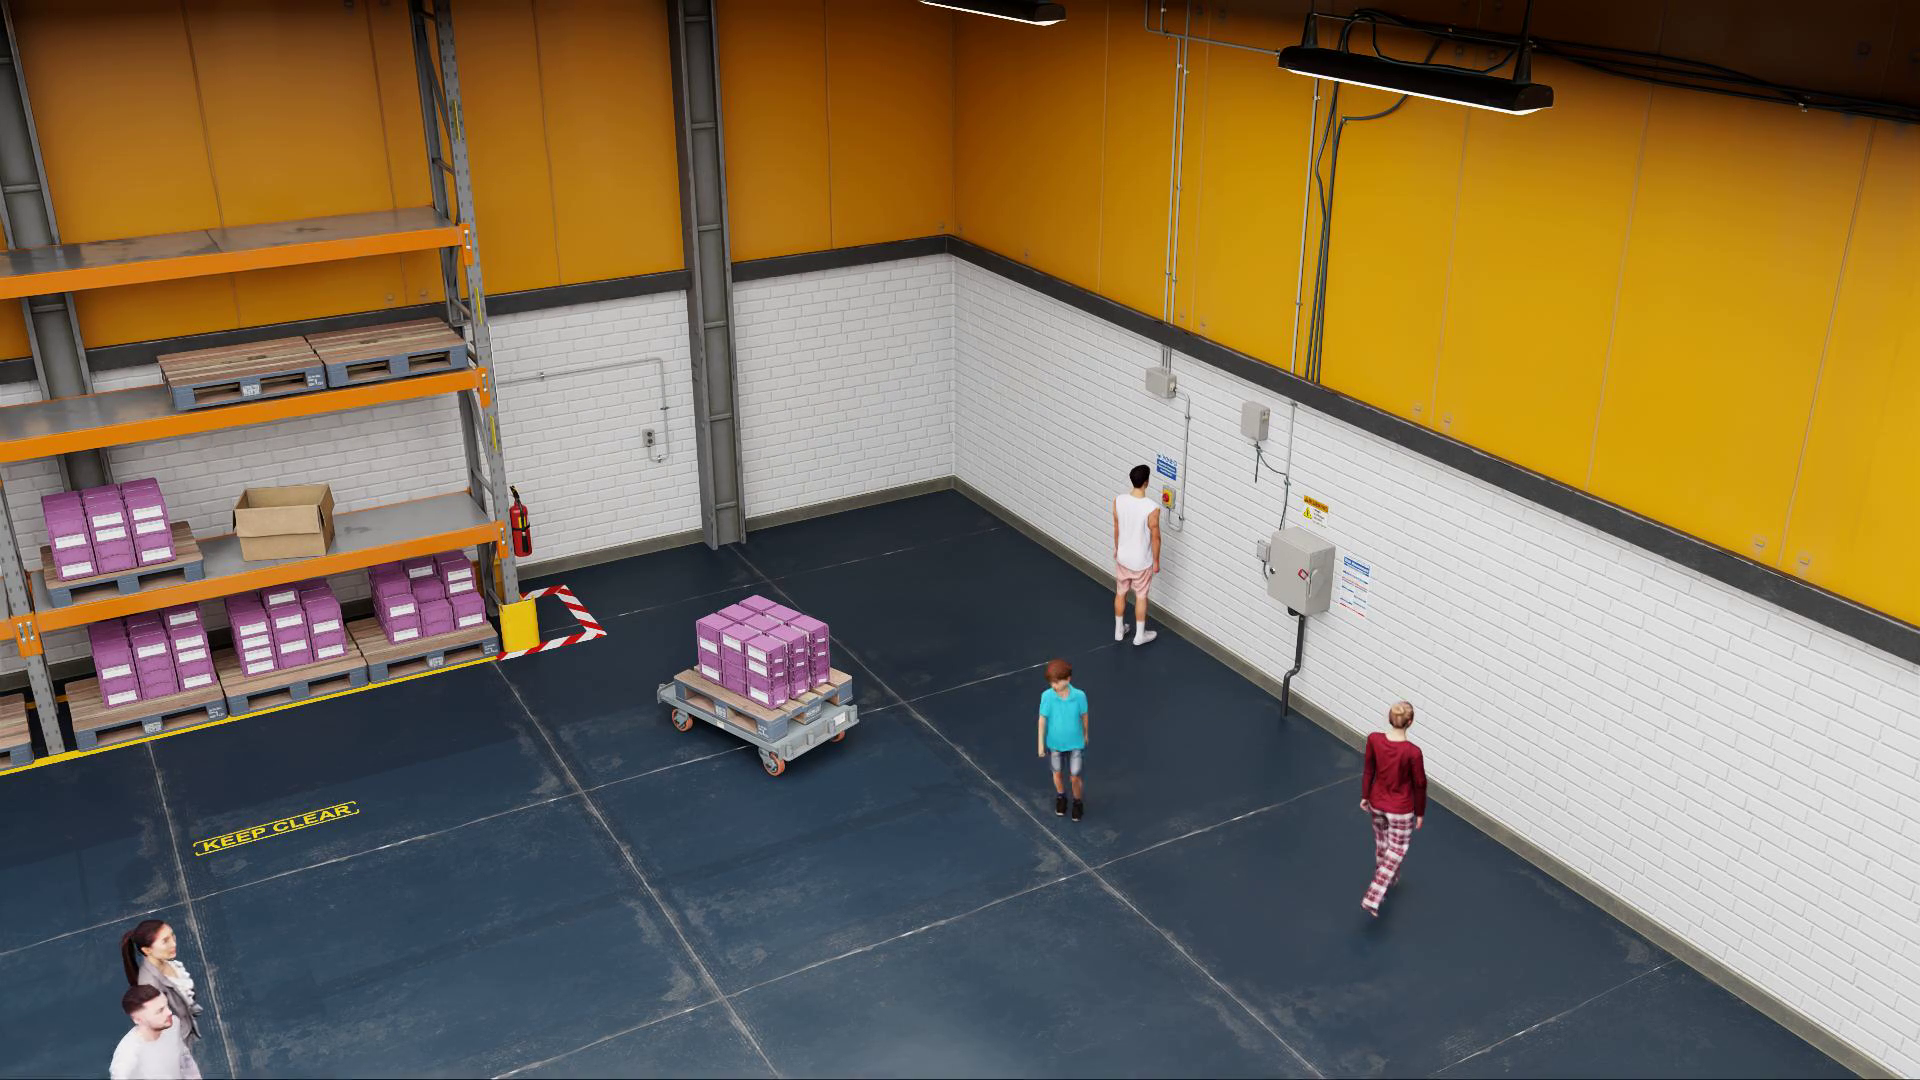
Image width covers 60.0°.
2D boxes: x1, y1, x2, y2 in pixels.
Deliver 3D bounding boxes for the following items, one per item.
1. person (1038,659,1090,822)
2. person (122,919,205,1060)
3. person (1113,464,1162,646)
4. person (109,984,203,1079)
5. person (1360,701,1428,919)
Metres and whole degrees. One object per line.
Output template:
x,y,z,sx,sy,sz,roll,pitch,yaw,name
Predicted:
0.850,1.539,13.099,0.687,1.419,0.745,0,24,-1,person
-4.564,2.913,9.634,0.624,1.677,0.660,-8,25,-18,person
1.658,0.140,15.841,0.725,1.786,0.709,15,28,31,person
-4.416,3.154,8.940,1.274,1.790,1.121,3,24,6,person
3.070,1.918,11.900,0.800,1.684,0.991,20,31,38,person
